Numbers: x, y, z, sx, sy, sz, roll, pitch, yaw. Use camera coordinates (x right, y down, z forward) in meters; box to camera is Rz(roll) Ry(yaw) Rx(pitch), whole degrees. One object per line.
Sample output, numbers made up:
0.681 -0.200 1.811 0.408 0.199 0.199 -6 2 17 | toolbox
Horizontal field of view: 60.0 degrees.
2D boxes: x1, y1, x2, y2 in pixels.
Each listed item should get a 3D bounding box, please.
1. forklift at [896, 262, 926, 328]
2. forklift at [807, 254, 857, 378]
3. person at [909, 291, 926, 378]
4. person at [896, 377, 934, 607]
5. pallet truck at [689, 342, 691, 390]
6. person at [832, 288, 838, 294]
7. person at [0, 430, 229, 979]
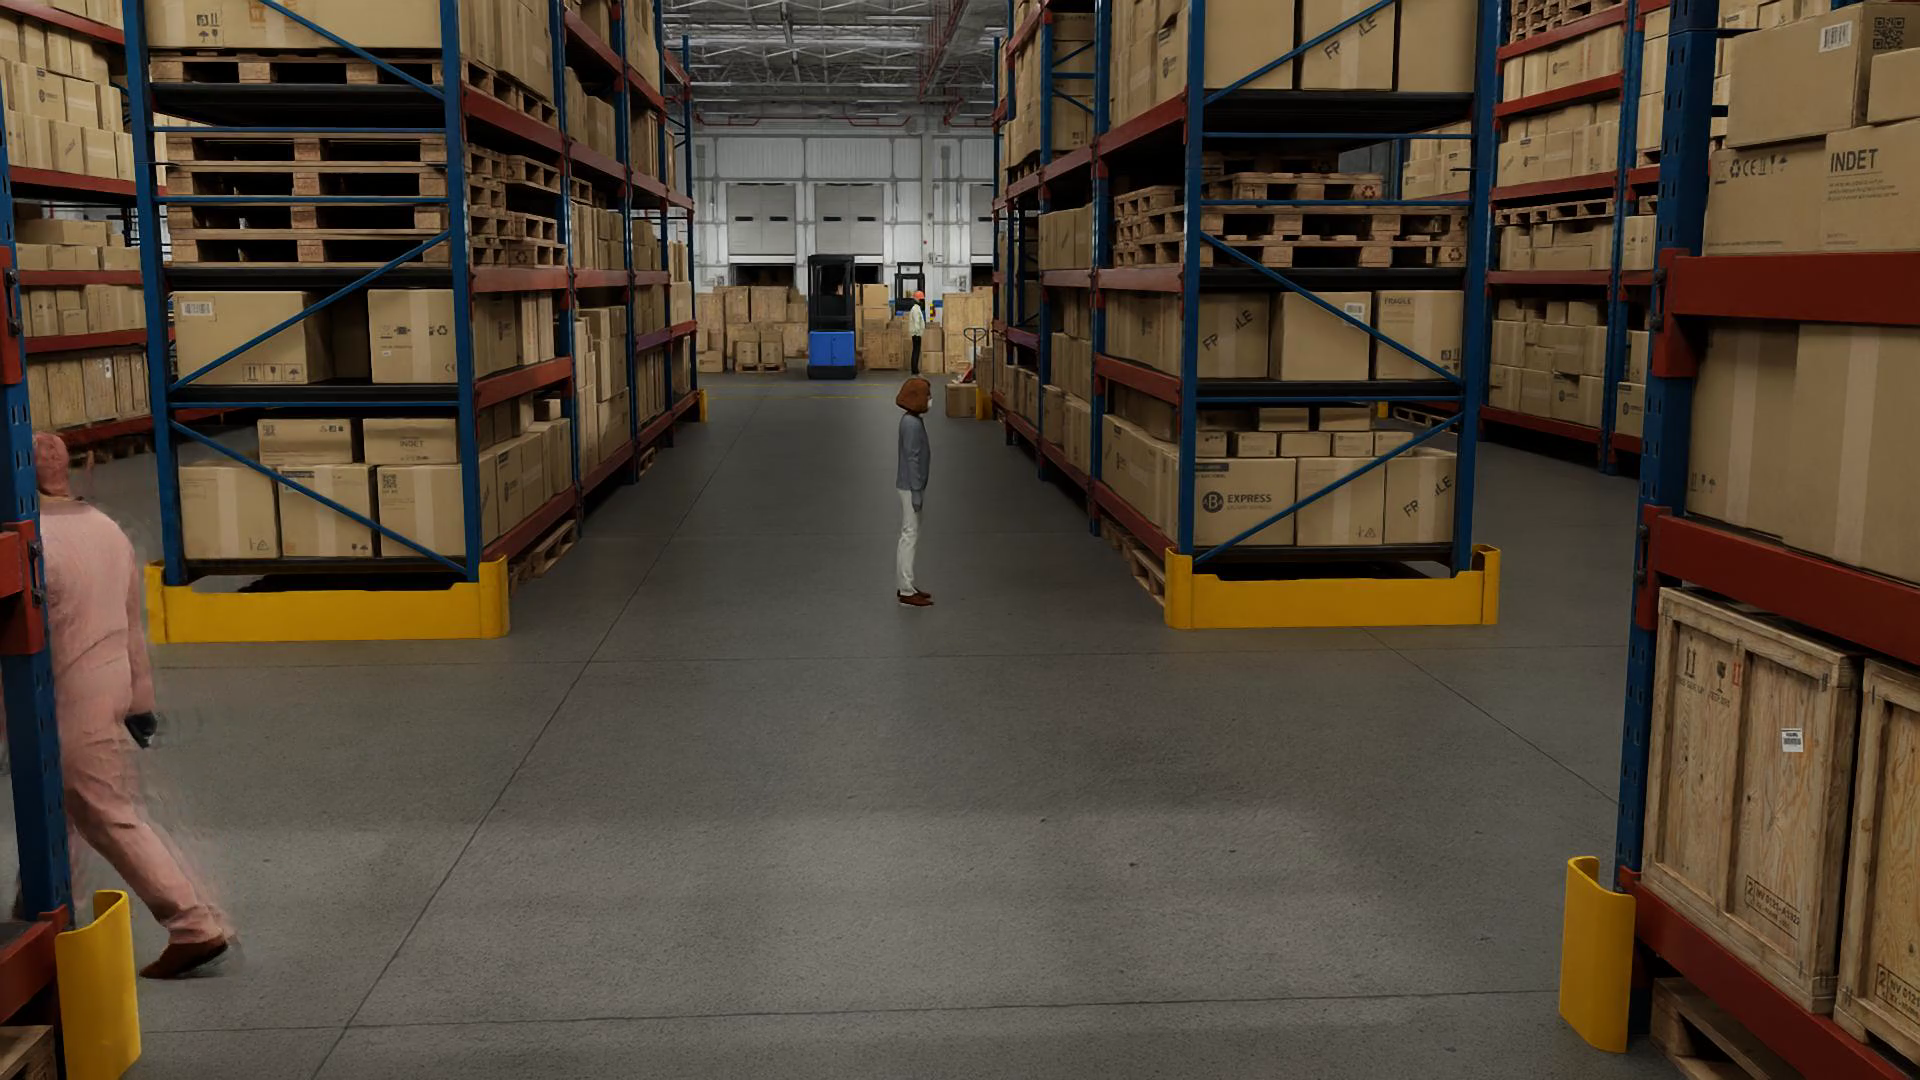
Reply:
-1.780 -8.547 59.499 1.129 2.768 1.873 -1 9 -4 | forklift
-2.942 -5.145 38.138 1.129 2.768 1.873 -1 9 -4 | forklift
-0.957 -4.700 38.118 0.398 1.990 0.622 -1 9 -4 | person
-0.326 -0.347 11.911 0.264 1.632 0.507 -1 9 -4 | person
-5.225 -3.008 27.480 1.885 1.965 0.823 2 9 14 | pallet truck
-4.589 -8.599 63.013 0.701 1.862 0.582 2 9 11 | person
-2.941 0.557 5.560 0.969 1.859 0.637 0 9 -2 | person
